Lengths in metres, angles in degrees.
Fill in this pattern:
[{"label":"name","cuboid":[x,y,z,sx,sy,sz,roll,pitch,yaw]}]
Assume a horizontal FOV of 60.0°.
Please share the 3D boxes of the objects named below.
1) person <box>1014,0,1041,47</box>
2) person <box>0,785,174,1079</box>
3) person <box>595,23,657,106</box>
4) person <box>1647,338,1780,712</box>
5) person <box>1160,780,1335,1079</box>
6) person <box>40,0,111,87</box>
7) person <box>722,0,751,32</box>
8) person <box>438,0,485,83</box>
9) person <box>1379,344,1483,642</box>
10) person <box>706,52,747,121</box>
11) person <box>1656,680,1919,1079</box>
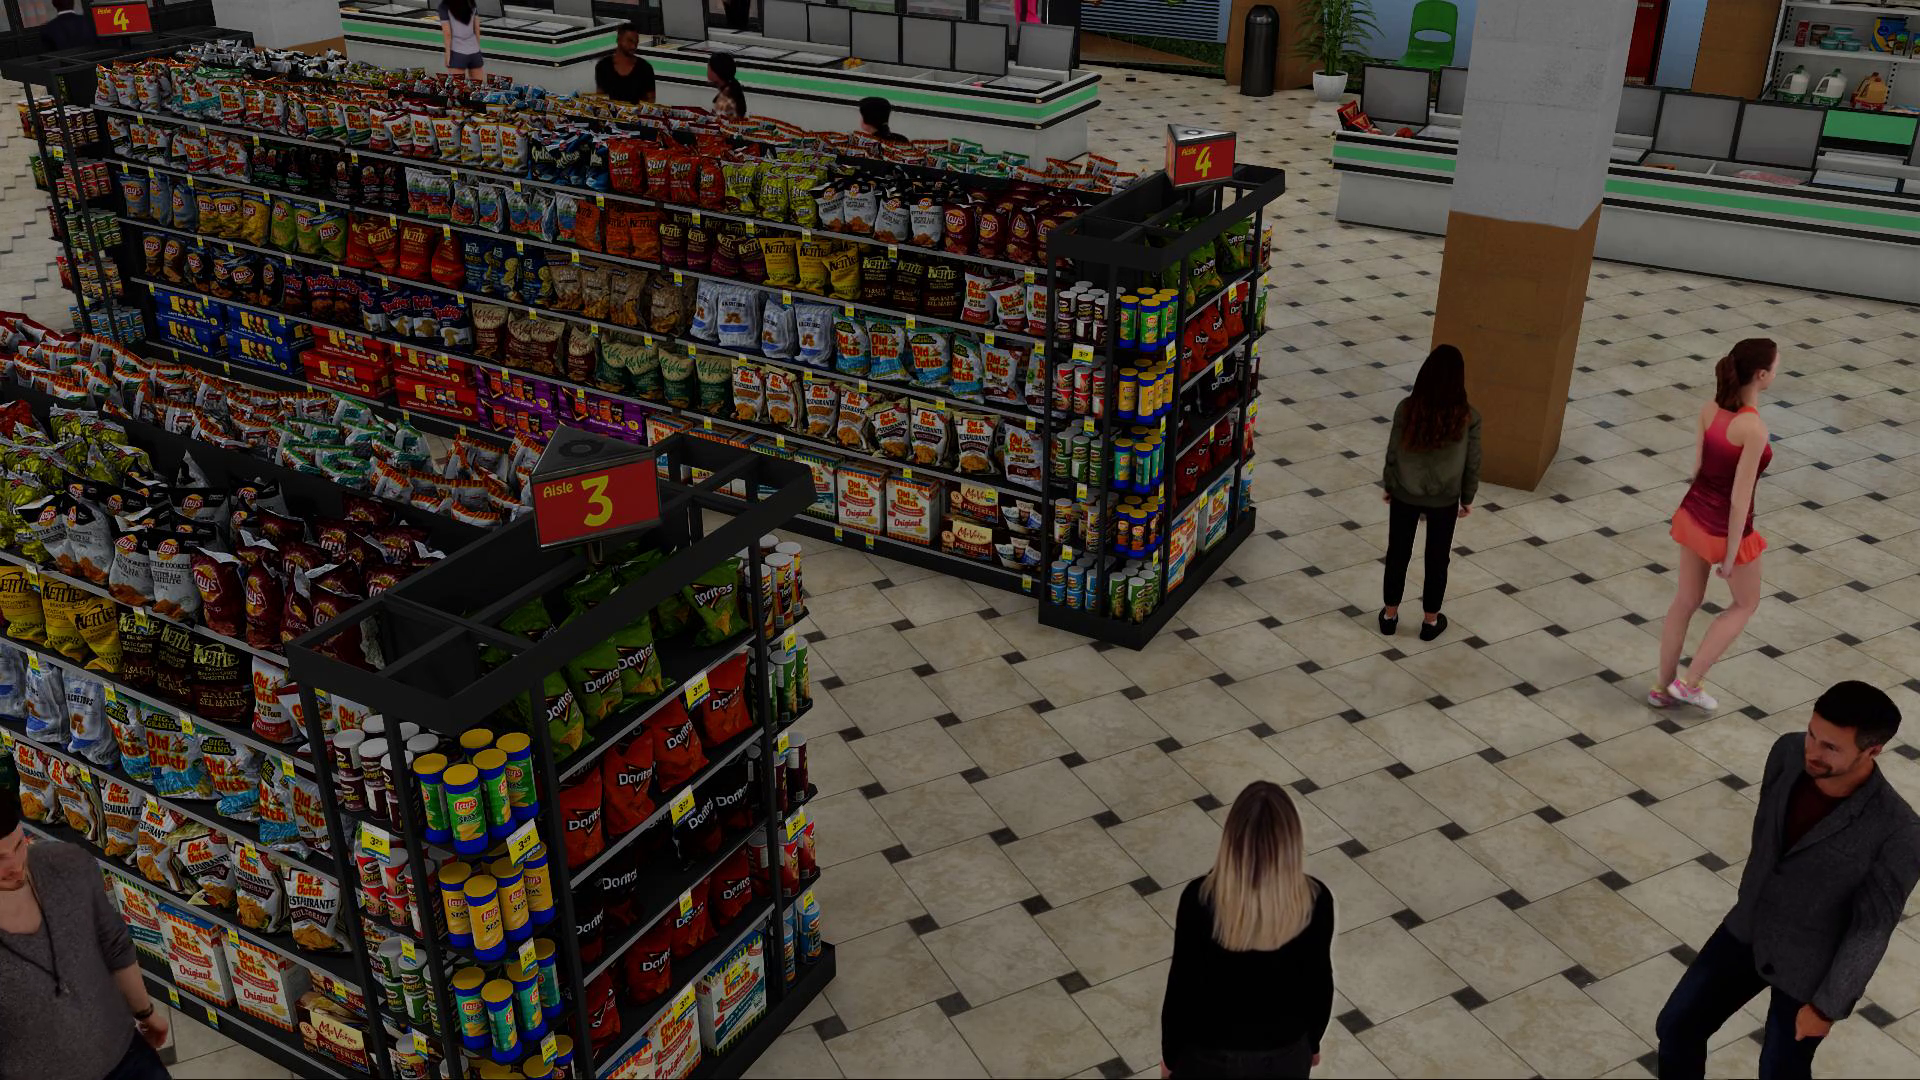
[{"label":"person","cuboid":[0.749,-5.535,18.073,0.534,1.723,0.560,14,30,25]},{"label":"person","cuboid":[-2.362,1.351,4.312,0.687,1.887,0.729,12,29,22]},{"label":"person","cuboid":[-2.757,-3.337,13.688,0.784,1.769,0.899,5,27,10]},{"label":"person","cuboid":[3.189,-0.026,7.194,0.753,1.738,0.687,-9,28,-18]},{"label":"person","cuboid":[0.756,1.382,4.476,0.654,1.685,0.757,-1,27,-3]},{"label":"person","cuboid":[-7.864,-4.016,14.979,0.863,1.812,0.904,-11,29,-21]},{"label":"person","cuboid":[-2.710,-6.545,19.938,0.607,1.839,0.656,12,29,23]},{"label":"person","cuboid":[-5.066,-4.964,16.963,0.574,1.707,0.624,20,33,34]},{"label":"person","cuboid":[2.205,-0.219,7.865,0.493,1.475,0.681,9,28,18]},{"label":"person","cuboid":[-1.643,-2.753,12.525,0.980,1.779,0.783,4,27,8]},{"label":"person","cuboid":[2.434,1.161,4.736,0.982,1.843,0.924,-8,28,-15]}]
